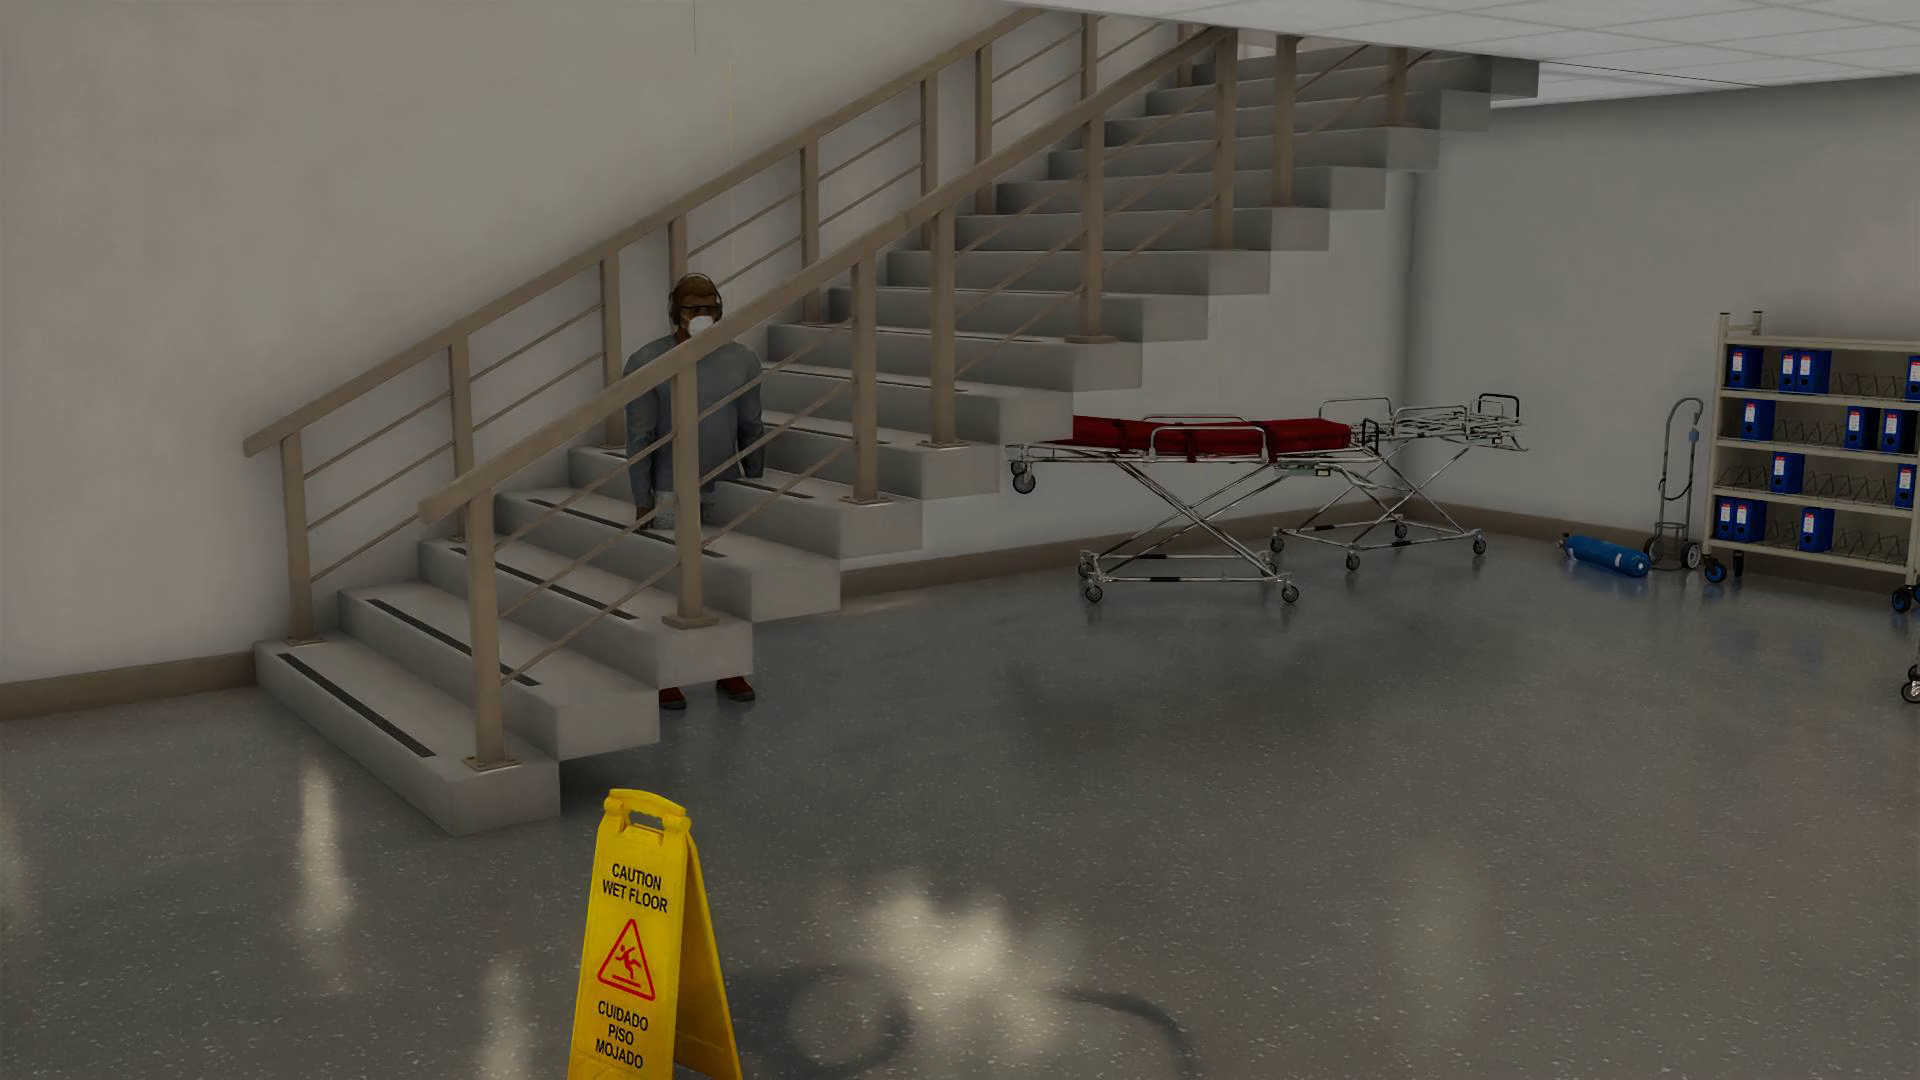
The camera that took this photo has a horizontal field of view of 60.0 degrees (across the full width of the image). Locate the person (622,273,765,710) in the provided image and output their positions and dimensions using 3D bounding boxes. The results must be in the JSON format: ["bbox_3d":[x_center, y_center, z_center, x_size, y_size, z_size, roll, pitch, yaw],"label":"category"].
[{"bbox_3d":[-1.167,-0.211,7.395,0.625,1.931,0.379,-5,11,-25],"label":"person"}]
